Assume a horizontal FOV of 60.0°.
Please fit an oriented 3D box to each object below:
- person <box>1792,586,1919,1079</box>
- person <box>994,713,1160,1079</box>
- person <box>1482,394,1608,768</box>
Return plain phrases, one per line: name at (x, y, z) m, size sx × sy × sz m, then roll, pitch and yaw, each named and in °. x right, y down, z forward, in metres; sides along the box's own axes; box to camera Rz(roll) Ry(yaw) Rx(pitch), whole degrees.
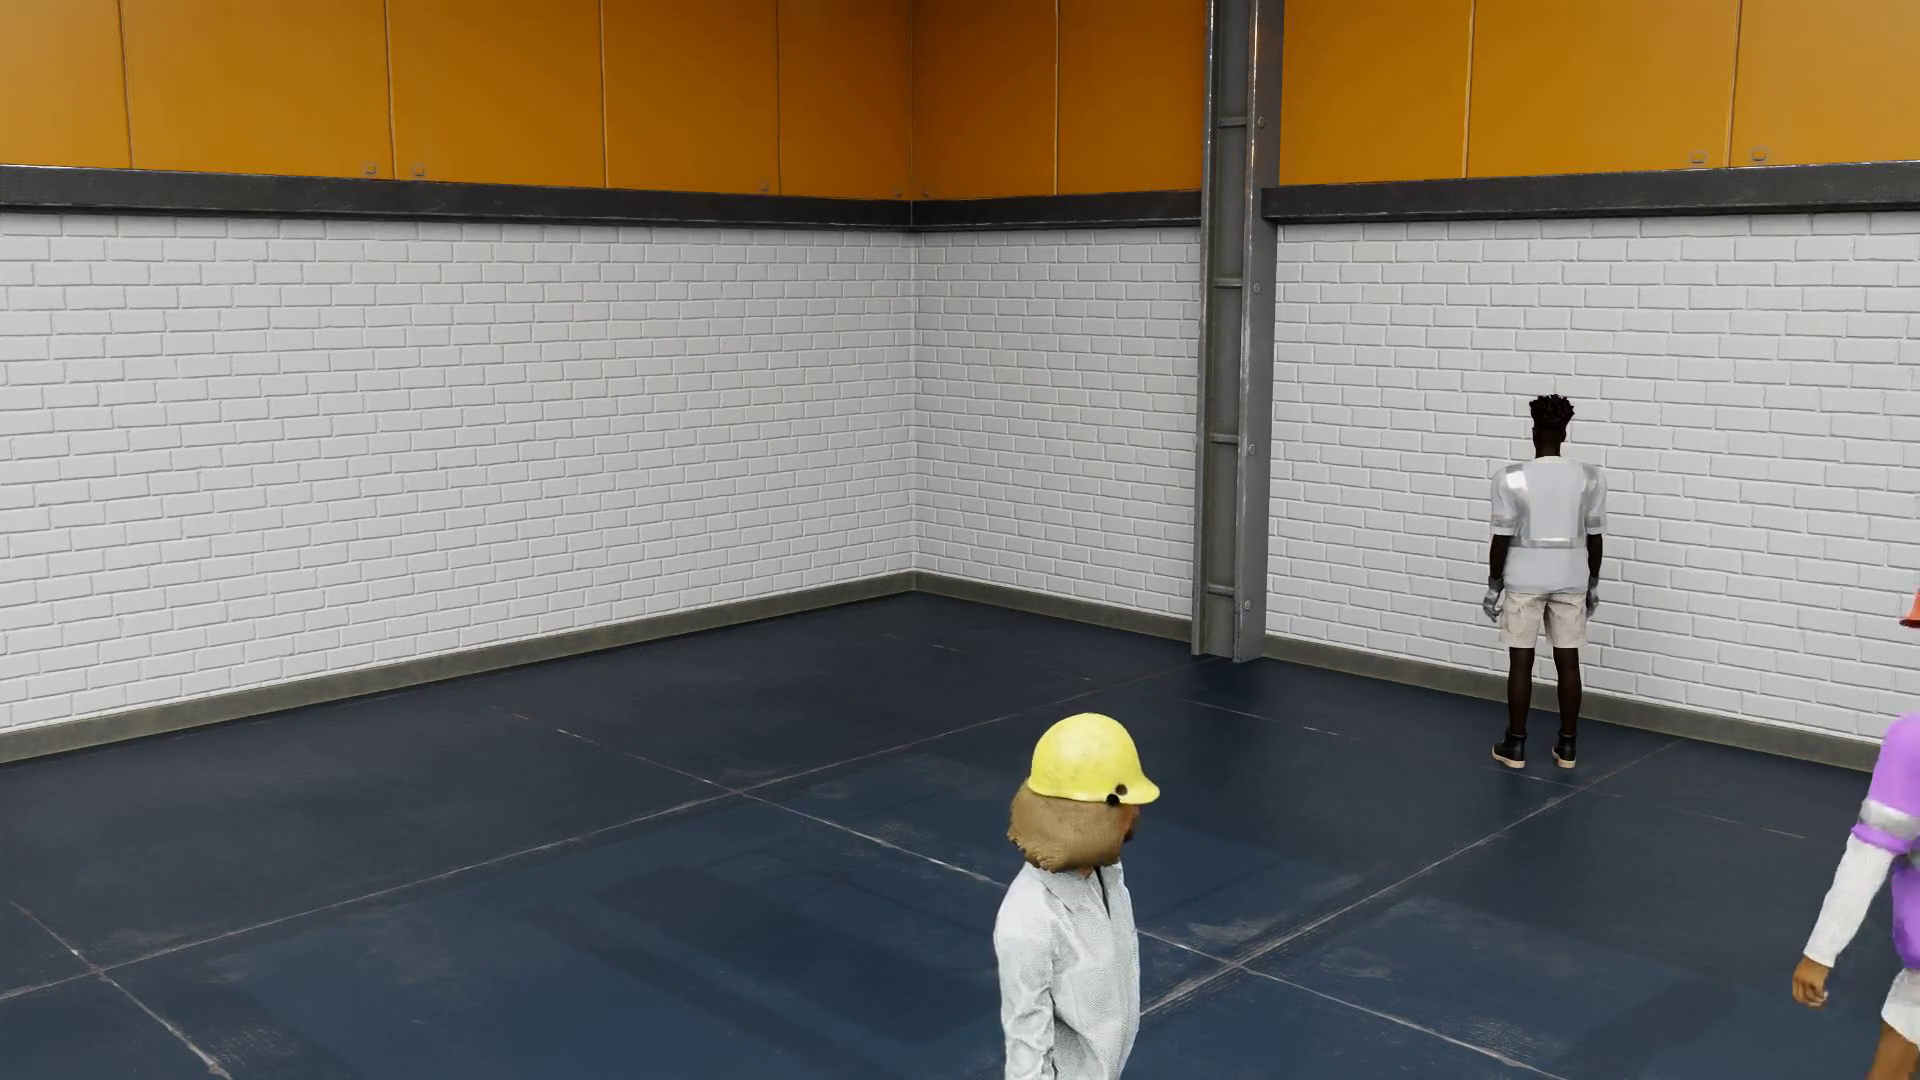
person at (2.455, 0.996, 4.221) m, size 0.675 × 1.870 × 1.002 m, roll -4°, pitch 10°, yaw -23°
person at (0.241, 1.199, 3.376) m, size 0.308 × 1.742 × 0.494 m, roll 4°, pitch 10°, yaw 24°
person at (3.045, 0.221, 8.684) m, size 0.600 × 1.967 × 0.369 m, roll 1°, pitch 9°, yaw 4°
